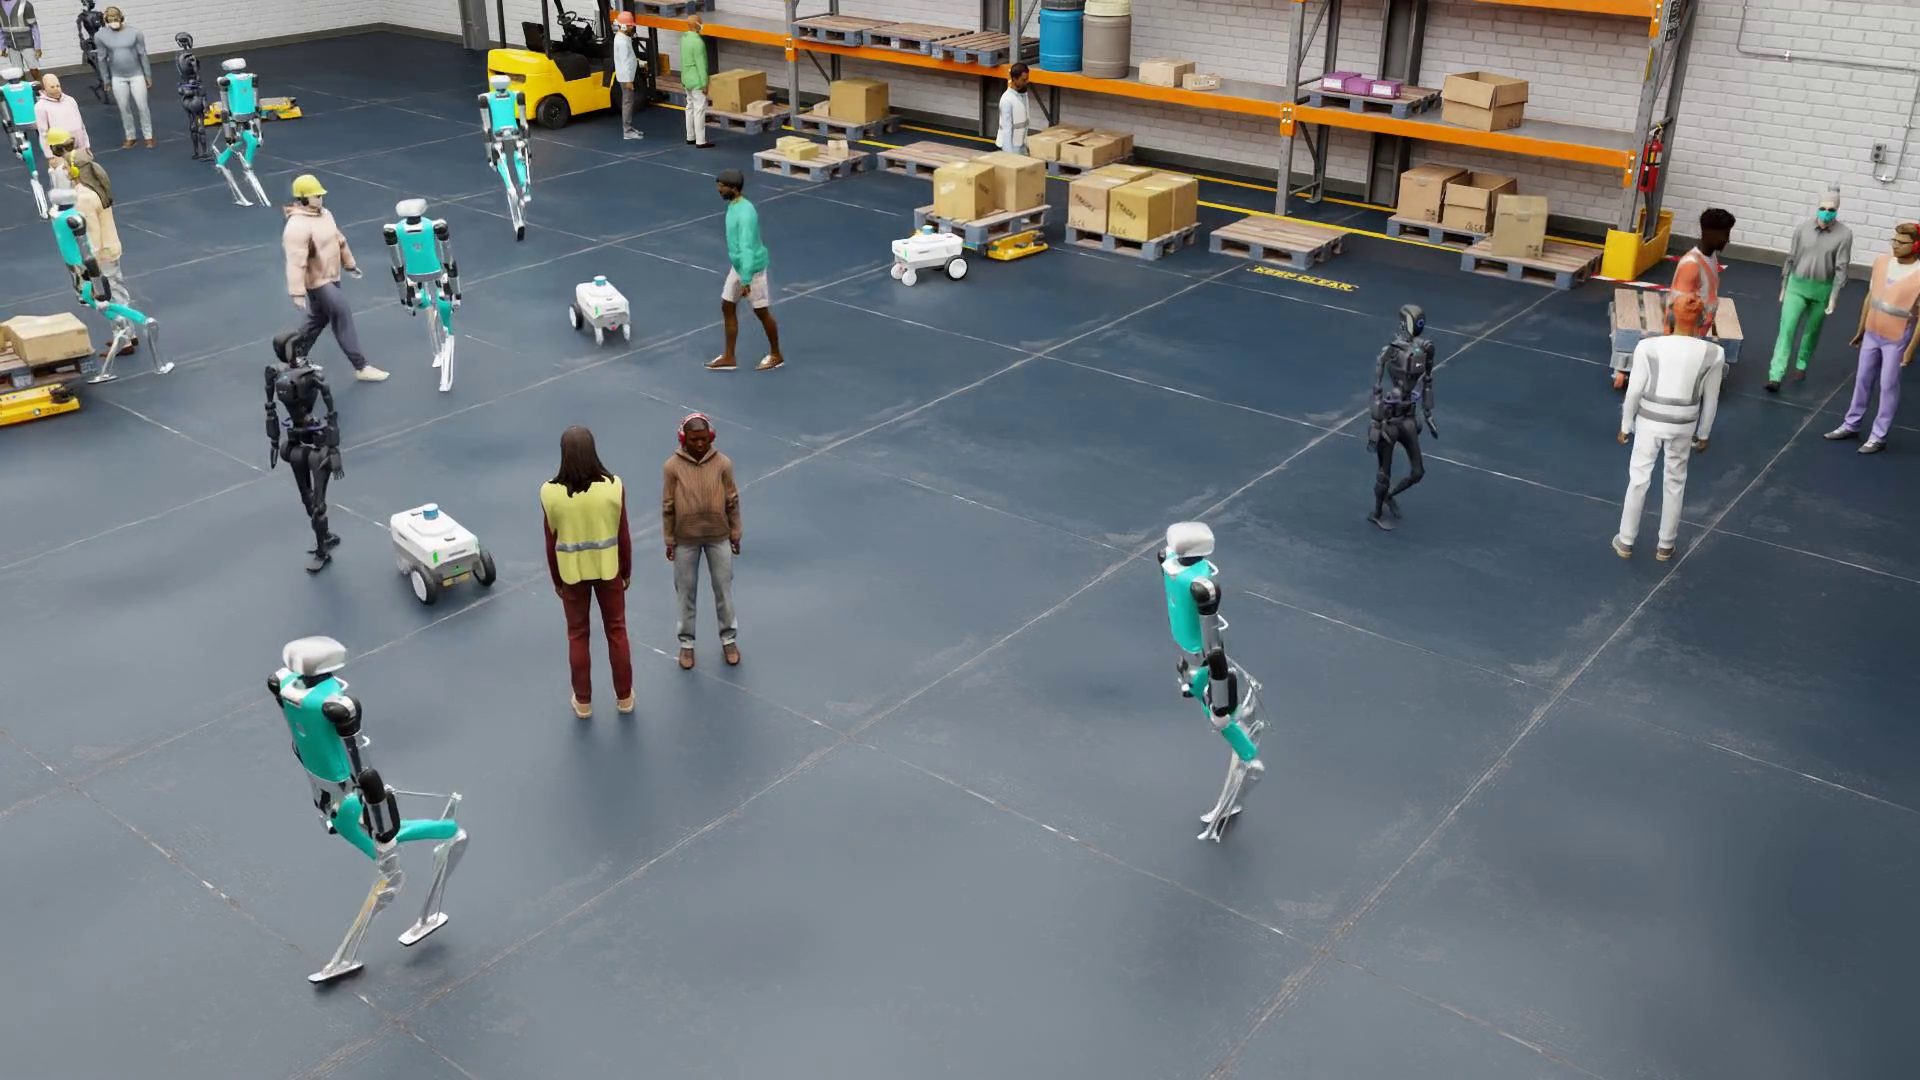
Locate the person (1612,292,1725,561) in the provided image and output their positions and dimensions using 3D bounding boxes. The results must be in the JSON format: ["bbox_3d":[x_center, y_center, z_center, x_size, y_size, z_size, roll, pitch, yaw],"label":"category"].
[{"bbox_3d":[4.786,-0.757,11.282,0.582,1.883,0.337,7,27,15],"label":"person"}]

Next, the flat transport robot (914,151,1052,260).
[{"bbox_3d":[0.243,-3.408,18.627,1.431,0.231,0.659,23,34,39],"label":"flat transport robot"}]

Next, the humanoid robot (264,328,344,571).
[{"bbox_3d":[-4.452,-0.629,11.252,0.598,1.644,0.497,9,27,18],"label":"humanoid robot"}]

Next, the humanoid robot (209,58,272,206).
[{"bbox_3d":[-8.693,-4.867,19.987,0.724,1.810,0.559,15,29,28],"label":"humanoid robot"}]

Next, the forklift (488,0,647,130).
[{"bbox_3d":[-5.874,-7.334,24.552,1.214,2.155,2.313,19,32,34],"label":"forklift"}]

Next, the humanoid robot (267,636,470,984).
[{"bbox_3d":[-2.610,1.167,7.473,0.541,1.775,0.901,18,31,32],"label":"humanoid robot"}]

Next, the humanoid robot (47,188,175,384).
[{"bbox_3d":[-7.352,-2.218,14.553,0.535,1.837,0.836,21,33,37],"label":"humanoid robot"}]

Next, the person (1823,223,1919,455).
[{"bbox_3d":[7.285,-1.583,13.036,0.392,1.845,0.562,-9,27,-18],"label":"person"}]

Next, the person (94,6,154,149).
[{"bbox_3d":[-11.428,-6.340,22.820,0.641,1.917,0.401,-11,28,-22],"label":"person"}]

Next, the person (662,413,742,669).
[{"bbox_3d":[-1.544,-0.007,10.004,0.469,1.647,0.315,-5,26,-10],"label":"person"}]

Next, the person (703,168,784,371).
[{"bbox_3d":[-1.961,-2.354,14.661,0.834,1.814,0.626,-11,28,-21],"label":"person"}]

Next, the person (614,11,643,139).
[{"bbox_3d":[-4.671,-6.544,23.431,0.352,1.740,0.571,-6,26,-12],"label":"person"}]

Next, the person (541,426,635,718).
[{"bbox_3d":[-2.087,0.202,9.437,0.470,1.764,0.363,-6,26,-13],"label":"person"}]

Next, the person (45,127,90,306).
[{"bbox_3d":[-8.740,-3.212,16.511,0.349,1.757,0.521,0,26,1],"label":"person"}]

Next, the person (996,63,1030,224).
[{"bbox_3d":[0.625,-4.475,18.959,0.417,1.903,0.613,10,27,19],"label":"person"}]

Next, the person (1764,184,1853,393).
[{"bbox_3d":[7.295,-2.149,14.274,0.506,1.785,0.981,15,30,28],"label":"person"}]

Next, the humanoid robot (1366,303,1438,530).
[{"bbox_3d":[3.099,-0.865,11.739,0.601,1.645,0.351,-14,29,-26],"label":"humanoid robot"}]

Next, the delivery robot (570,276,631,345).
[{"bbox_3d":[-3.395,-2.216,15.807,0.499,0.575,0.759,-12,28,-24],"label":"delivery robot"}]

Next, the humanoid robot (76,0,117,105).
[{"bbox_3d":[-13.368,-7.562,25.618,0.514,1.638,0.611,9,27,17],"label":"humanoid robot"}]

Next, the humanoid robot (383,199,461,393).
[{"bbox_3d":[-4.594,-2.188,14.470,0.544,1.741,1.010,-5,26,-10],"label":"humanoid robot"}]

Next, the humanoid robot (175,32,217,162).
[{"bbox_3d":[-10.228,-5.919,22.193,0.315,1.657,0.599,-23,34,-39],"label":"humanoid robot"}]

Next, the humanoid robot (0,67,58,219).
[{"bbox_3d":[-10.976,-4.720,19.678,0.567,1.780,0.890,-13,29,-26],"label":"humanoid robot"}]

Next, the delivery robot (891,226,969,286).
[{"bbox_3d":[-0.323,-2.989,17.449,0.813,0.609,0.499,-13,29,-25],"label":"delivery robot"}]

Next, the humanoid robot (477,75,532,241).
[{"bbox_3d":[-5.033,-4.280,18.770,0.542,1.785,0.915,-11,28,-22],"label":"humanoid robot"}]

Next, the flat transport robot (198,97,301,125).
[{"bbox_3d":[-10.627,-6.403,24.831,1.431,0.231,0.659,-11,28,-21],"label":"flat transport robot"}]

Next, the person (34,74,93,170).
[{"bbox_3d":[-10.230,-4.437,19.032,0.403,1.772,0.538,16,30,30],"label":"person"}]

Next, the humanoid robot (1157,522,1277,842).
[{"bbox_3d":[1.365,0.724,8.408,0.783,1.786,0.542,-7,27,-15],"label":"humanoid robot"}]

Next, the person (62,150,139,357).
[{"bbox_3d":[-7.794,-2.601,15.113,0.407,1.877,0.555,-5,26,-10],"label":"person"}]

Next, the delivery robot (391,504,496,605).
[{"bbox_3d":[-3.505,0.041,11.130,0.499,0.571,0.756,-21,33,-36],"label":"delivery robot"}]

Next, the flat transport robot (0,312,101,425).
[{"bbox_3d":[-8.147,-1.323,14.311,0.659,0.231,1.431,-20,32,-36],"label":"flat transport robot"}]

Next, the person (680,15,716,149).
[{"bbox_3d":[-3.635,-6.305,22.896,0.385,1.776,0.546,-16,30,-30],"label":"person"}]

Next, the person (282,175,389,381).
[{"bbox_3d":[-5.590,-2.292,14.527,0.947,1.828,0.799,1,26,2],"label":"person"}]

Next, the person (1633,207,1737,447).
[{"bbox_3d":[5.715,-1.668,13.100,0.482,1.946,0.610,16,30,30],"label":"person"}]

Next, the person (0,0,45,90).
[{"bbox_3d":[-14.046,-7.386,24.830,0.614,2.041,0.380,1,26,1],"label":"person"}]
